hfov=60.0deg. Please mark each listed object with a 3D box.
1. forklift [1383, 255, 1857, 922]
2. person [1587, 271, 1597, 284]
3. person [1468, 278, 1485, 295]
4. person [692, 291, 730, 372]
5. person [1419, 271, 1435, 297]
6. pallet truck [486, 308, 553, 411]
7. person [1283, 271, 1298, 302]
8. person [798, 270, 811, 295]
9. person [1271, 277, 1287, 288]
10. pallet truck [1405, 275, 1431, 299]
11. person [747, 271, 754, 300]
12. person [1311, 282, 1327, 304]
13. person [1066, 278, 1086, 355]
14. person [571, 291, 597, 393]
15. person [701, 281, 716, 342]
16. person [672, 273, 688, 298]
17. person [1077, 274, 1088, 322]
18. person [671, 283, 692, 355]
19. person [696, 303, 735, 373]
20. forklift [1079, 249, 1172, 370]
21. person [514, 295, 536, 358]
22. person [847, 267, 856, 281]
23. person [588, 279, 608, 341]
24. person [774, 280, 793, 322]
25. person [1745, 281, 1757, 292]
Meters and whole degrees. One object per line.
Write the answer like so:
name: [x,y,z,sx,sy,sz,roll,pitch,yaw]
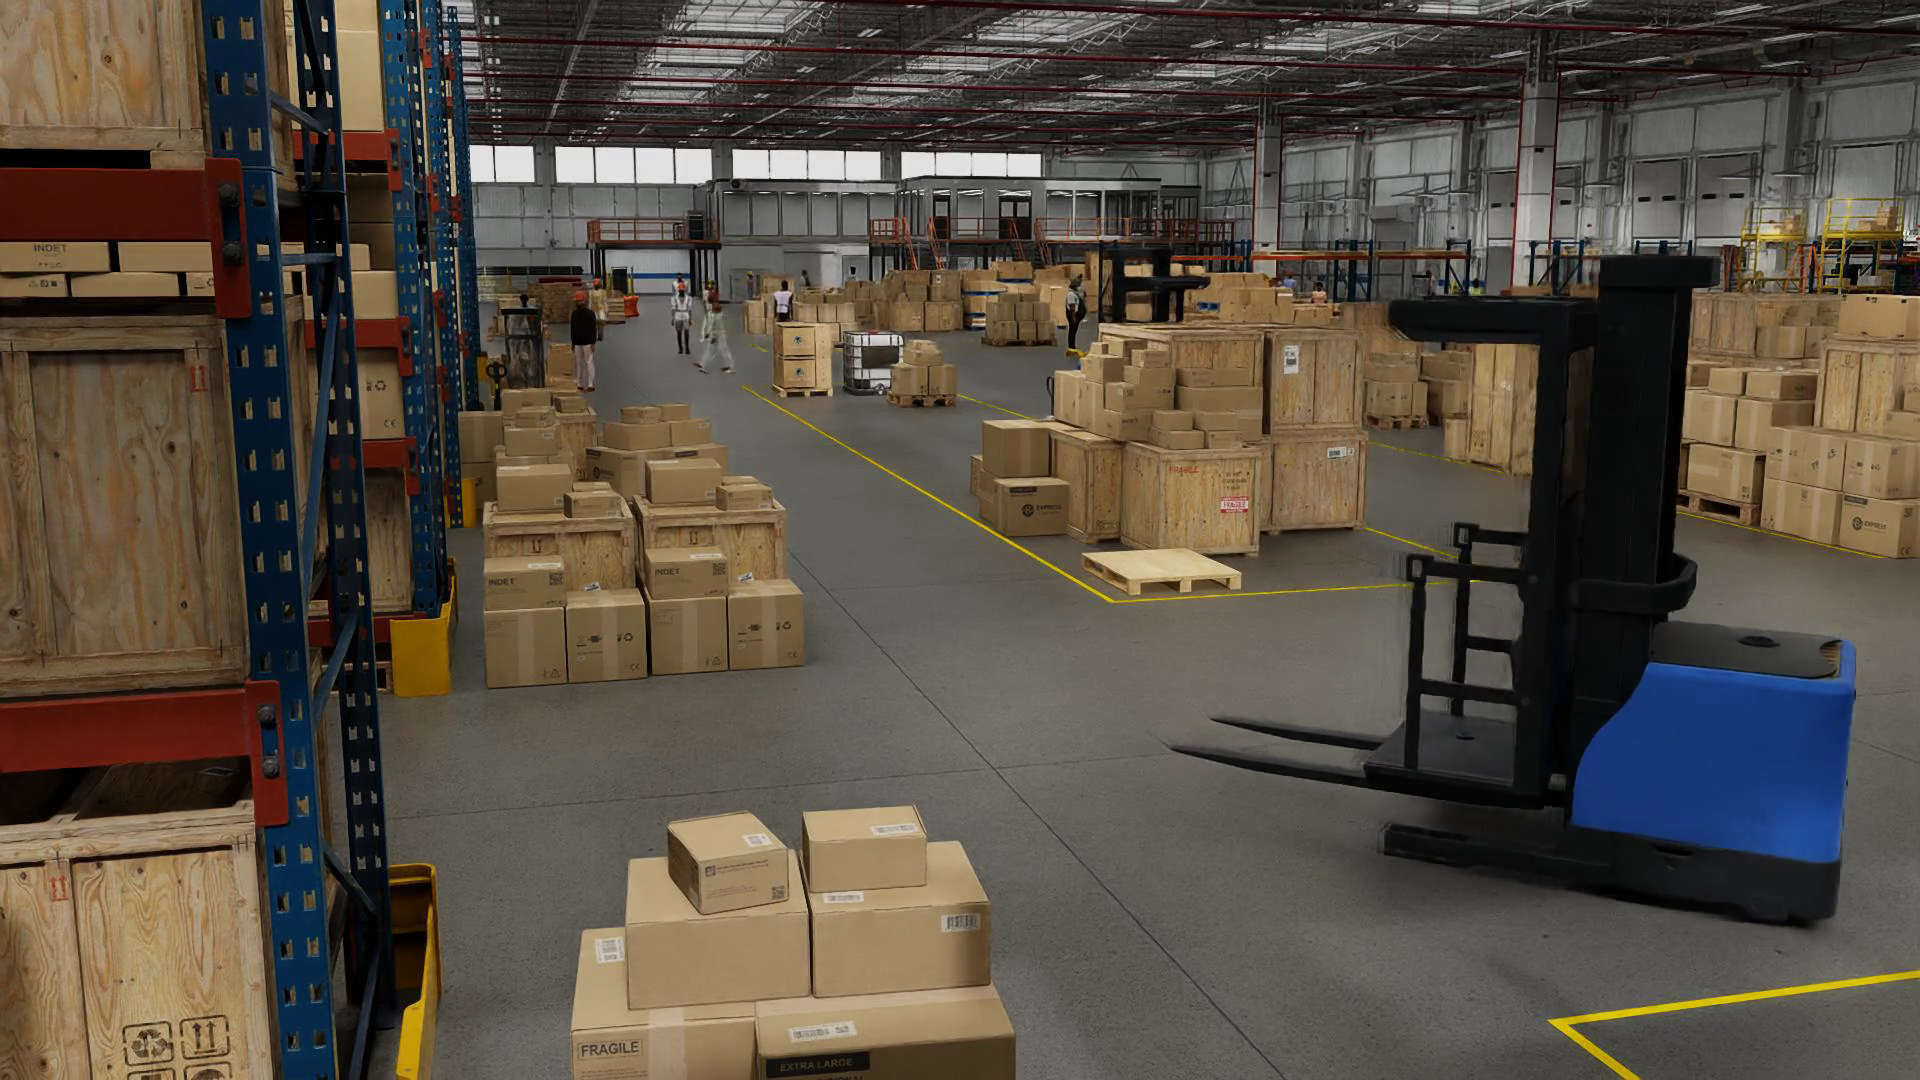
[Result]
forklift: [3.063,0.108,7.561,1.873,2.768,1.129,5,11,28]
person: [24.368,-9.394,64.067,1.023,1.945,0.614,5,11,27]
person: [17.139,-7.800,55.349,0.636,1.819,0.782,4,11,22]
person: [-5.677,-4.769,38.142,0.979,1.829,0.592,-1,10,-7]
person: [20.610,-10.966,73.366,0.635,1.799,0.955,1,10,8]
pallet truck: [-6.242,-2.418,24.362,0.823,1.965,1.885,1,10,3]
person: [13.175,-9.783,66.401,0.549,1.886,0.979,8,13,38]
person: [-6.955,-11.044,73.696,0.731,1.821,0.547,9,13,41]
person: [9.929,-7.231,51.814,0.657,1.925,0.448,-2,10,-12]
pallet truck: [14.620,-7.324,52.145,0.823,1.965,1.885,8,13,40]
person: [-9.367,-11.144,74.433,0.326,1.767,0.533,3,10,17]
person: [11.936,-7.731,55.335,0.541,1.691,0.322,5,11,28]
person: [3.080,-5.953,44.257,0.536,2.000,0.677,1,10,4]
person: [-7.402,-3.880,32.649,0.612,1.996,0.388,6,12,30]
person: [-7.580,-6.907,50.289,0.659,1.826,0.506,6,12,32]
person: [-10.394,-8.973,61.831,0.603,1.872,0.984,-2,10,-11]
person: [4.553,-9.178,63.147,0.536,1.832,0.951,-9,13,-41]
person: [-7.407,-5.883,44.304,0.568,1.885,0.985,-3,10,-14]
person: [-5.497,-4.545,37.547,0.889,1.586,0.519,-3,11,-18]
forklift: [2.686,-2.969,24.987,1.129,2.768,1.873,-6,11,-29]
person: [-10.864,-5.282,41.522,0.548,1.658,0.839,-1,10,-7]
person: [-4.836,-11.289,74.703,0.380,1.959,0.601,-5,11,-25]
person: [-11.018,-6.984,50.531,0.568,1.882,0.976,0,10,0]
person: [-5.152,-6.609,48.408,0.602,1.898,0.746,4,11,20]
person: [27.293,-8.213,57.371,0.588,1.930,0.361,-9,13,-40]
